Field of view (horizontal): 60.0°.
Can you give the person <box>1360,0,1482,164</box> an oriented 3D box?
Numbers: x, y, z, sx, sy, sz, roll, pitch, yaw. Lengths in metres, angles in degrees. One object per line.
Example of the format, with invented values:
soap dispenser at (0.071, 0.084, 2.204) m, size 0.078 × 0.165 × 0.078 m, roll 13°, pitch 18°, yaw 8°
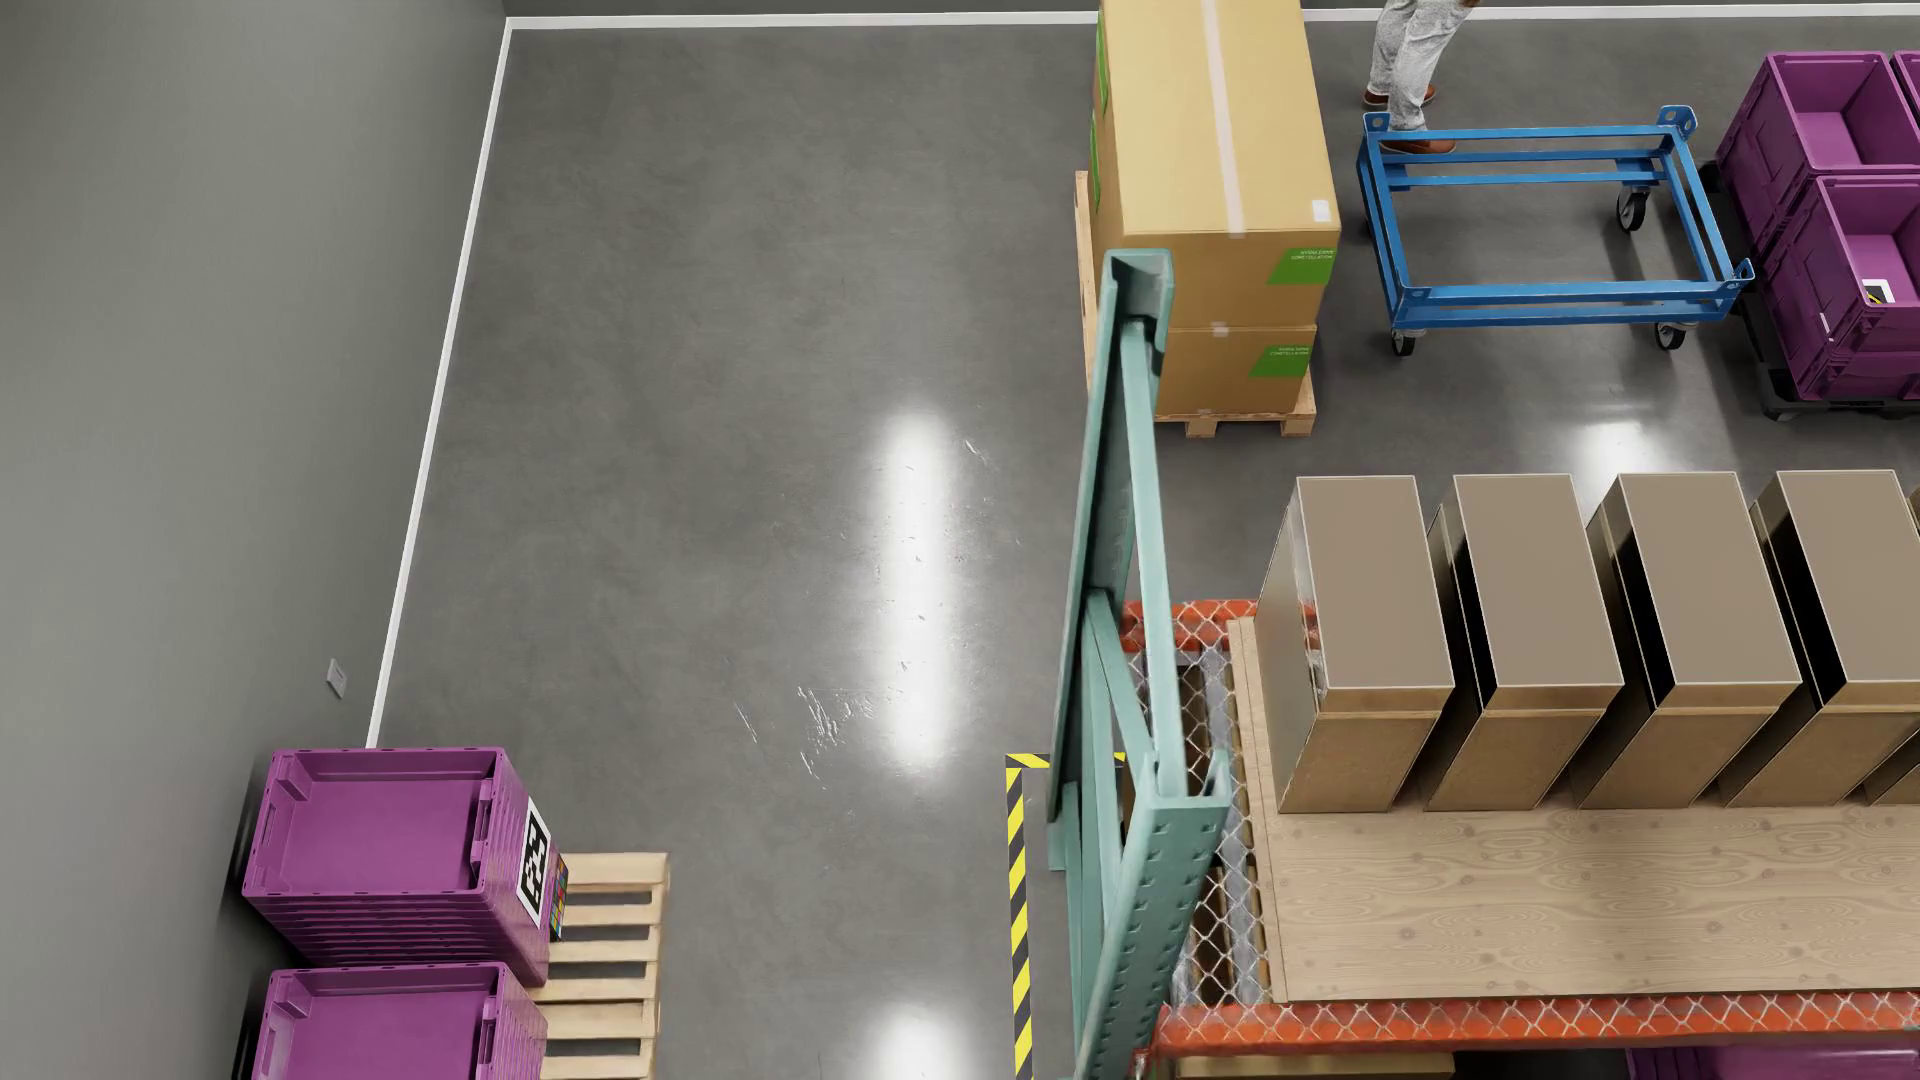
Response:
person at (1.822, -2.248, 6.081) m, size 0.374 × 1.941 × 0.627 m, roll -2°, pitch 58°, yaw -1°
